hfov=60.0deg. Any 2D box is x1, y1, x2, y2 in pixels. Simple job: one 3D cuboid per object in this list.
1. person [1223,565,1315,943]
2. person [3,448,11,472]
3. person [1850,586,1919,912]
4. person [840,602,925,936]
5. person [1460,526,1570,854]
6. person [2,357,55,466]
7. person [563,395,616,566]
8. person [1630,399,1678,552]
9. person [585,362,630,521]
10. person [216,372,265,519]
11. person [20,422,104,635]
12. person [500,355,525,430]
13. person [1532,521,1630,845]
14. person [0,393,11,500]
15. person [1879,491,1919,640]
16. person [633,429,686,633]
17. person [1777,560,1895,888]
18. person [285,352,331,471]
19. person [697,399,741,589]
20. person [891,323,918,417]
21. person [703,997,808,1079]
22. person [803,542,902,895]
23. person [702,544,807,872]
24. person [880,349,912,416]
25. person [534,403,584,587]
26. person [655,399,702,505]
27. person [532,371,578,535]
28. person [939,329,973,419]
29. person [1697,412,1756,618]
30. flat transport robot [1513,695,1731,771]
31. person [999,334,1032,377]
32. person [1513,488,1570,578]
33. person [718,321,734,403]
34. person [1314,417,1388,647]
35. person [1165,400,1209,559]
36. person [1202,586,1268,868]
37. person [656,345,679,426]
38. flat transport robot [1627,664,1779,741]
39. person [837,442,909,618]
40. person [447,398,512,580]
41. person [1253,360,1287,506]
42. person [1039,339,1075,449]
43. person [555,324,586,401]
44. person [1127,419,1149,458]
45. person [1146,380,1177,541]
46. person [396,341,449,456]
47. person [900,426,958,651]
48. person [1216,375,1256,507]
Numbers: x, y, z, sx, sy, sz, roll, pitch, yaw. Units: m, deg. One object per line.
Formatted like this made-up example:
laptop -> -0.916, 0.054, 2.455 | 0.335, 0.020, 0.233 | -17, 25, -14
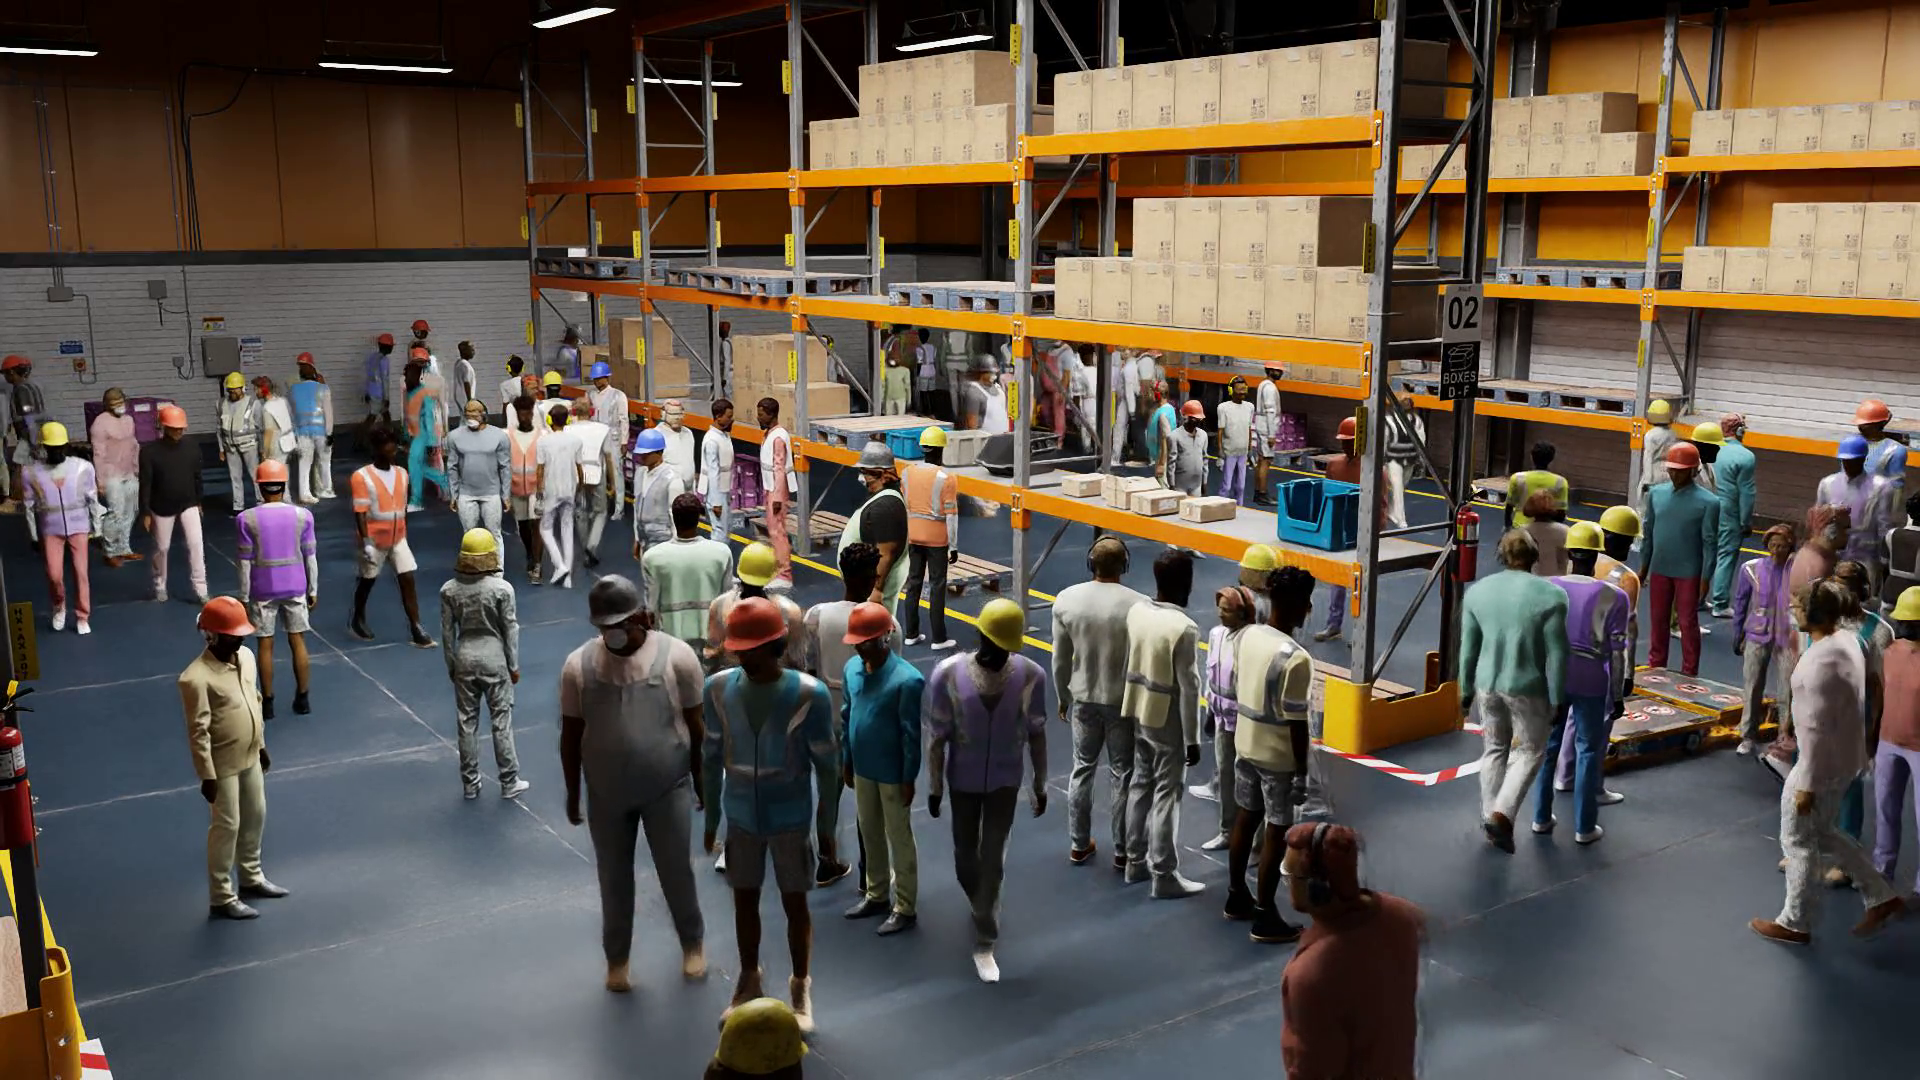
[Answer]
person -> 1.613, 1.085, 8.536 | 0.375, 1.956, 0.605 | -5, 12, -23
person -> -13.905, -1.817, 23.686 | 0.423, 1.848, 0.533 | -4, 12, -21
person -> 5.085, 1.108, 8.917 | 0.340, 1.761, 0.529 | -5, 12, -22
person -> -0.432, 1.169, 8.656 | 0.569, 1.738, 0.352 | 10, 15, 43
person -> 3.173, 0.886, 9.664 | 0.656, 1.905, 0.627 | 9, 14, 40
person -> -13.141, -1.724, 23.530 | 0.584, 1.707, 0.883 | 1, 11, 4
person -> -3.929, -0.606, 17.491 | 0.598, 1.824, 0.499 | 0, 11, 0
person -> 7.669, -0.679, 18.157 | 0.491, 1.718, 0.716 | -6, 13, -28
person -> -4.313, -1.197, 20.215 | 0.612, 1.946, 0.405 | 4, 12, 19
person -> -8.767, -1.145, 20.303 | 0.610, 1.821, 0.414 | 1, 11, 5
person -> -7.894, -0.092, 14.668 | 0.595, 1.912, 0.408 | -6, 13, -30
person -> -5.845, -1.506, 21.999 | 0.516, 1.873, 0.329 | -10, 15, -41
person -> 3.654, 0.838, 9.882 | 0.588, 1.918, 0.399 | 9, 14, 40
person -> -12.613, -1.354, 21.520 | 0.343, 1.749, 0.572 | 6, 12, 26
person -> 7.065, 0.466, 12.369 | 0.320, 1.694, 0.537 | -4, 12, -18
person -> -2.549, 0.019, 14.029 | 0.610, 1.938, 0.418 | 11, 15, 43
person -> 4.863, 1.003, 9.248 | 0.348, 1.839, 0.503 | -9, 14, -38
person -> -9.375, -1.827, 23.937 | 0.573, 1.749, 0.342 | 0, 11, 2
person -> -2.403, -0.454, 16.532 | 0.391, 1.905, 0.599 | 0, 11, 3
person -> -1.175, -3.190, 30.570 | 0.872, 1.875, 0.603 | -2, 11, -11
person -> -0.531, 2.015, 4.337 | 0.492, 1.731, 0.324 | 6, 12, 27
person -> -0.570, 0.973, 9.100 | 0.605, 1.959, 0.364 | 5, 12, 26
person -> -1.186, 0.908, 9.690 | 0.608, 1.855, 1.038 | 5, 12, 26
person -> -1.004, -2.216, 26.265 | 0.535, 1.610, 0.516 | 1, 11, 7
person -> -4.017, -0.440, 16.596 | 0.554, 1.848, 0.393 | -8, 14, -35
person -> -2.818, -0.455, 16.541 | 0.403, 1.904, 0.688 | 7, 13, 32
person -> -4.686, -0.993, 19.275 | 0.591, 1.912, 0.398 | -7, 13, -33
person -> -0.085, -3.190, 30.490 | 0.615, 1.924, 0.645 | -2, 11, -11
person -> 7.098, -0.233, 15.425 | 0.394, 1.900, 0.643 | -4, 12, -21
flat transport robot -> 4.622, 1.330, 11.587 | 1.431, 0.197, 0.652 | -6, 13, -28
person -> 0.912, -2.598, 27.457 | 0.591, 1.922, 0.393 | 6, 12, 27
person -> 4.486, 0.410, 12.875 | 0.503, 1.613, 0.437 | -1, 11, -5
person -> -4.037, -2.837, 28.773 | 0.337, 1.882, 0.584 | 0, 11, 0
person -> 3.364, -0.070, 14.327 | 0.394, 1.992, 0.622 | -11, 15, -43
person -> 2.458, -0.635, 17.869 | 0.568, 1.744, 0.352 | -7, 13, -32
person -> 1.589, 1.057, 9.509 | 0.320, 1.631, 0.513 | -5, 12, -25
person -> -4.955, -2.650, 27.956 | 0.502, 1.838, 0.339 | 1, 11, 3
flat transport robot -> 5.363, 1.177, 12.369 | 0.652, 0.197, 1.431 | -6, 13, -28
person -> -0.651, 0.272, 12.461 | 0.537, 2.000, 0.682 | 0, 11, -2
person -> -4.716, -0.434, 16.354 | 0.627, 1.934, 0.371 | -1, 11, -4
person -> 3.972, -1.407, 21.325 | 0.376, 1.934, 0.548 | 0, 11, 1
person -> 1.516, -2.433, 26.305 | 0.542, 2.000, 0.723 | -6, 13, -30
person -> -5.977, -2.381, 26.037 | 0.626, 2.000, 0.698 | 2, 11, 8
person -> 2.750, -2.079, 25.374 | 0.315, 1.696, 0.541 | -8, 13, -34
person -> 2.321, -0.906, 19.004 | 0.394, 1.839, 0.563 | 1, 11, 6
person -> -8.282, -2.172, 25.636 | 0.915, 1.789, 0.627 | -2, 11, -10
person -> -0.250, -0.019, 14.278 | 0.585, 1.918, 0.410 | 8, 13, 35
person -> 3.203, -0.977, 19.289 | 0.526, 1.871, 0.324 | -5, 12, -26
